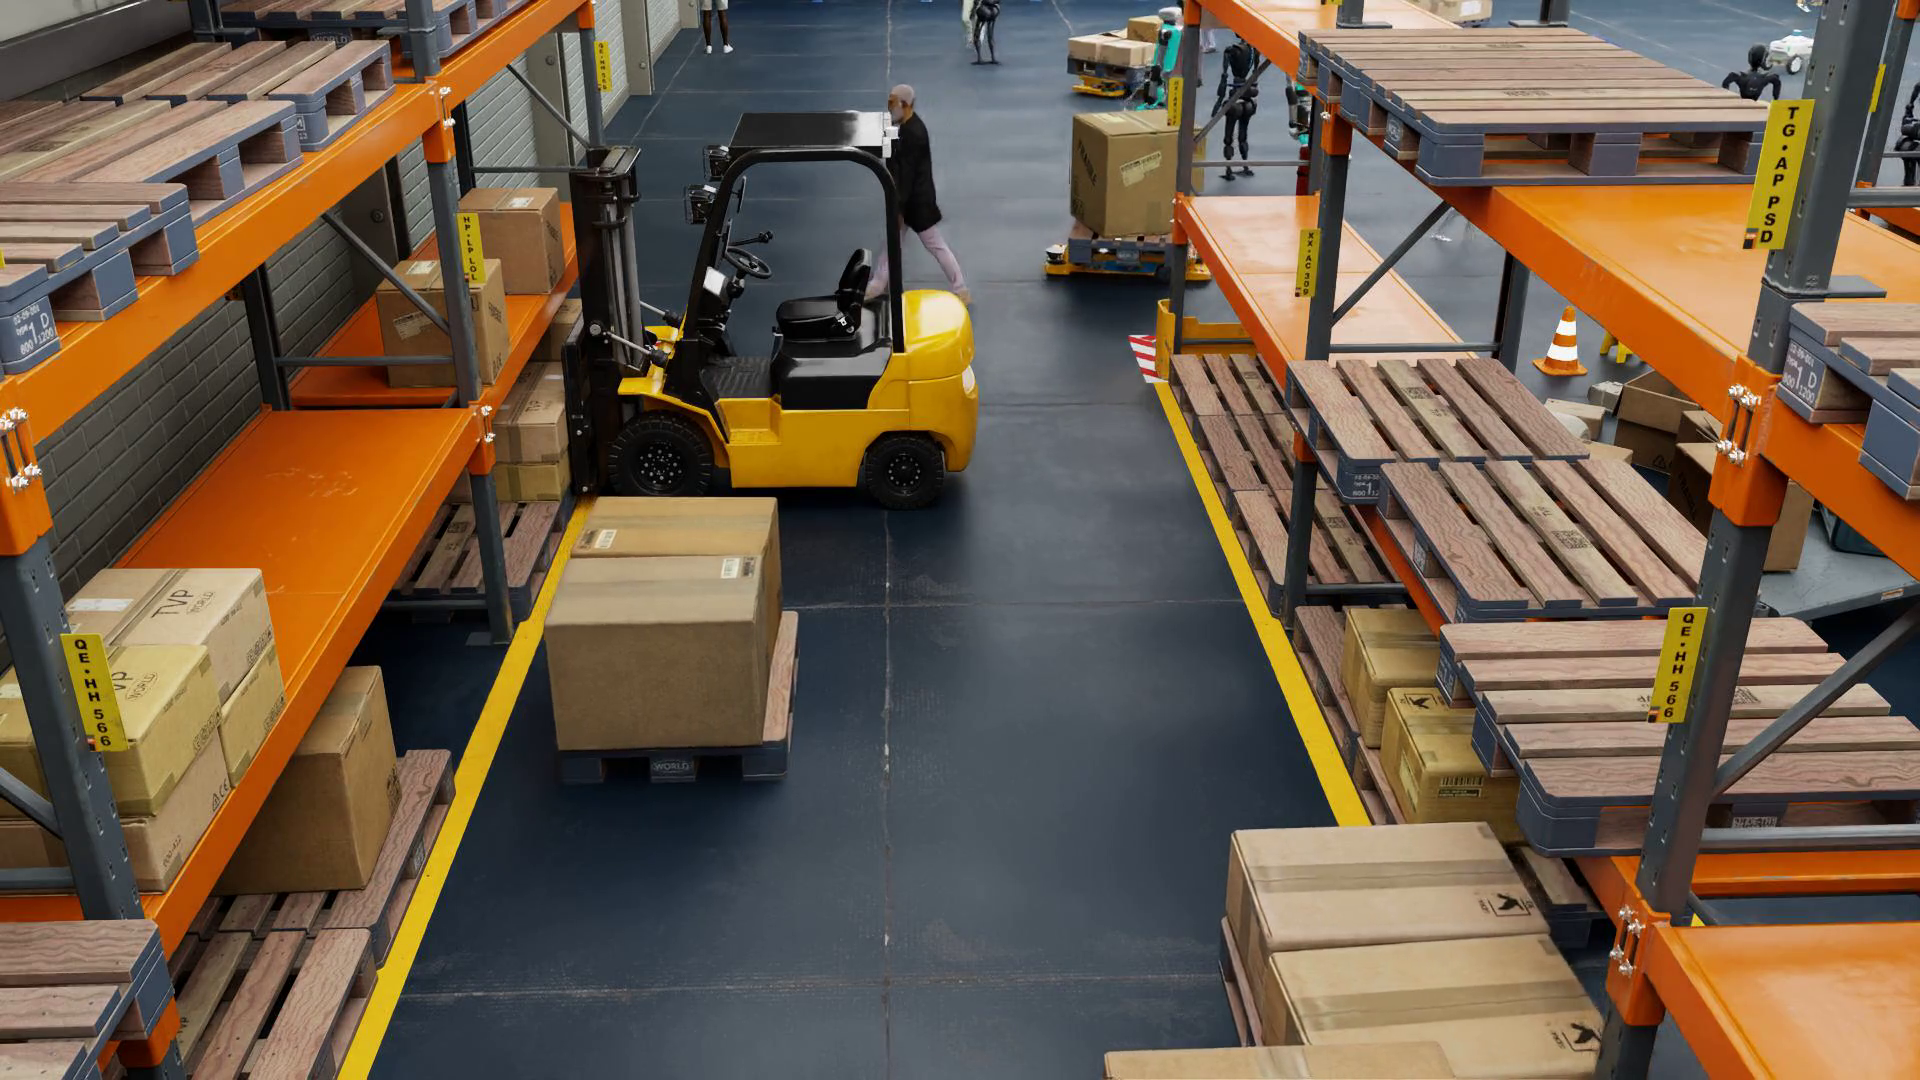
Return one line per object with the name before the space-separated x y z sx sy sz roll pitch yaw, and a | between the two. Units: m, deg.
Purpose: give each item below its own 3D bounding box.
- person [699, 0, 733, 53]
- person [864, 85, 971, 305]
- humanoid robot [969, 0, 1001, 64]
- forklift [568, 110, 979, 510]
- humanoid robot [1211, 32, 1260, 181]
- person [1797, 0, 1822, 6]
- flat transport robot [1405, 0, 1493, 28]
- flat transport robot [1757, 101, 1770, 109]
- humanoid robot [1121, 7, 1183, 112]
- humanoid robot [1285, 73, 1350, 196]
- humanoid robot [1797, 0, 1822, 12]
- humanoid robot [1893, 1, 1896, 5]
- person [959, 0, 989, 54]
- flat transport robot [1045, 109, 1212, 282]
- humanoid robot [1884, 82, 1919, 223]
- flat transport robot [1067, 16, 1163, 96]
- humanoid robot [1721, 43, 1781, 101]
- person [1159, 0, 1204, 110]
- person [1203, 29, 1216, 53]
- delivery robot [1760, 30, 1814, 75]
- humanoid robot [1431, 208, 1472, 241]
person | -3.714 -8.283 24.937 0.544 1.900 0.375 -2 25 -4
person | -0.387 -2.709 13.257 1.040 1.791 0.540 -3 25 -6
humanoid robot | 0.372 -7.719 23.997 0.396 1.649 0.595 17 30 32
forklift | -1.043 -1.379 9.976 2.313 2.155 1.214 -1 25 -2
humanoid robot | 2.921 -4.640 17.480 0.588 1.650 0.322 -20 32 -35
person | 15.362 -10.550 29.749 0.541 1.890 0.384 20 32 36
flat transport robot | 7.394 -7.833 25.890 1.431 0.231 0.659 -16 30 -30
flat transport robot | 8.387 -4.053 17.886 1.431 0.231 0.659 -5 26 -11
humanoid robot | 1.873 -4.748 17.695 0.940 1.813 0.534 12 28 23
humanoid robot | 3.520 -4.058 16.202 0.535 1.782 0.838 -22 33 -39
humanoid robot | 14.821 -9.759 28.263 0.538 1.727 1.006 -9 27 -18
humanoid robot | 16.127 -9.961 28.778 0.606 1.627 0.679 -23 34 -39
person | 0.224 -8.144 24.830 0.566 1.727 0.395 4 26 8
flat transport robot | 1.490 -2.466 14.526 1.431 0.231 0.659 4 26 9
humanoid robot | 9.035 -3.759 15.617 0.308 1.653 0.607 -8 26 -16
flat transport robot | 2.224 -6.171 22.372 0.659 0.231 1.431 23 34 40
humanoid robot | 7.575 -3.982 16.093 0.590 1.635 0.428 6 26 13
person | 2.373 -5.018 18.005 0.667 1.923 0.408 -19 31 -35
person | 3.452 -8.169 24.811 0.965 1.790 0.583 -7 26 -15
delivery robot | 11.836 -6.930 23.657 0.807 0.606 0.499 -14 29 -28
humanoid robot | 4.608 -3.509 15.166 0.740 1.913 0.561 15 29 28
